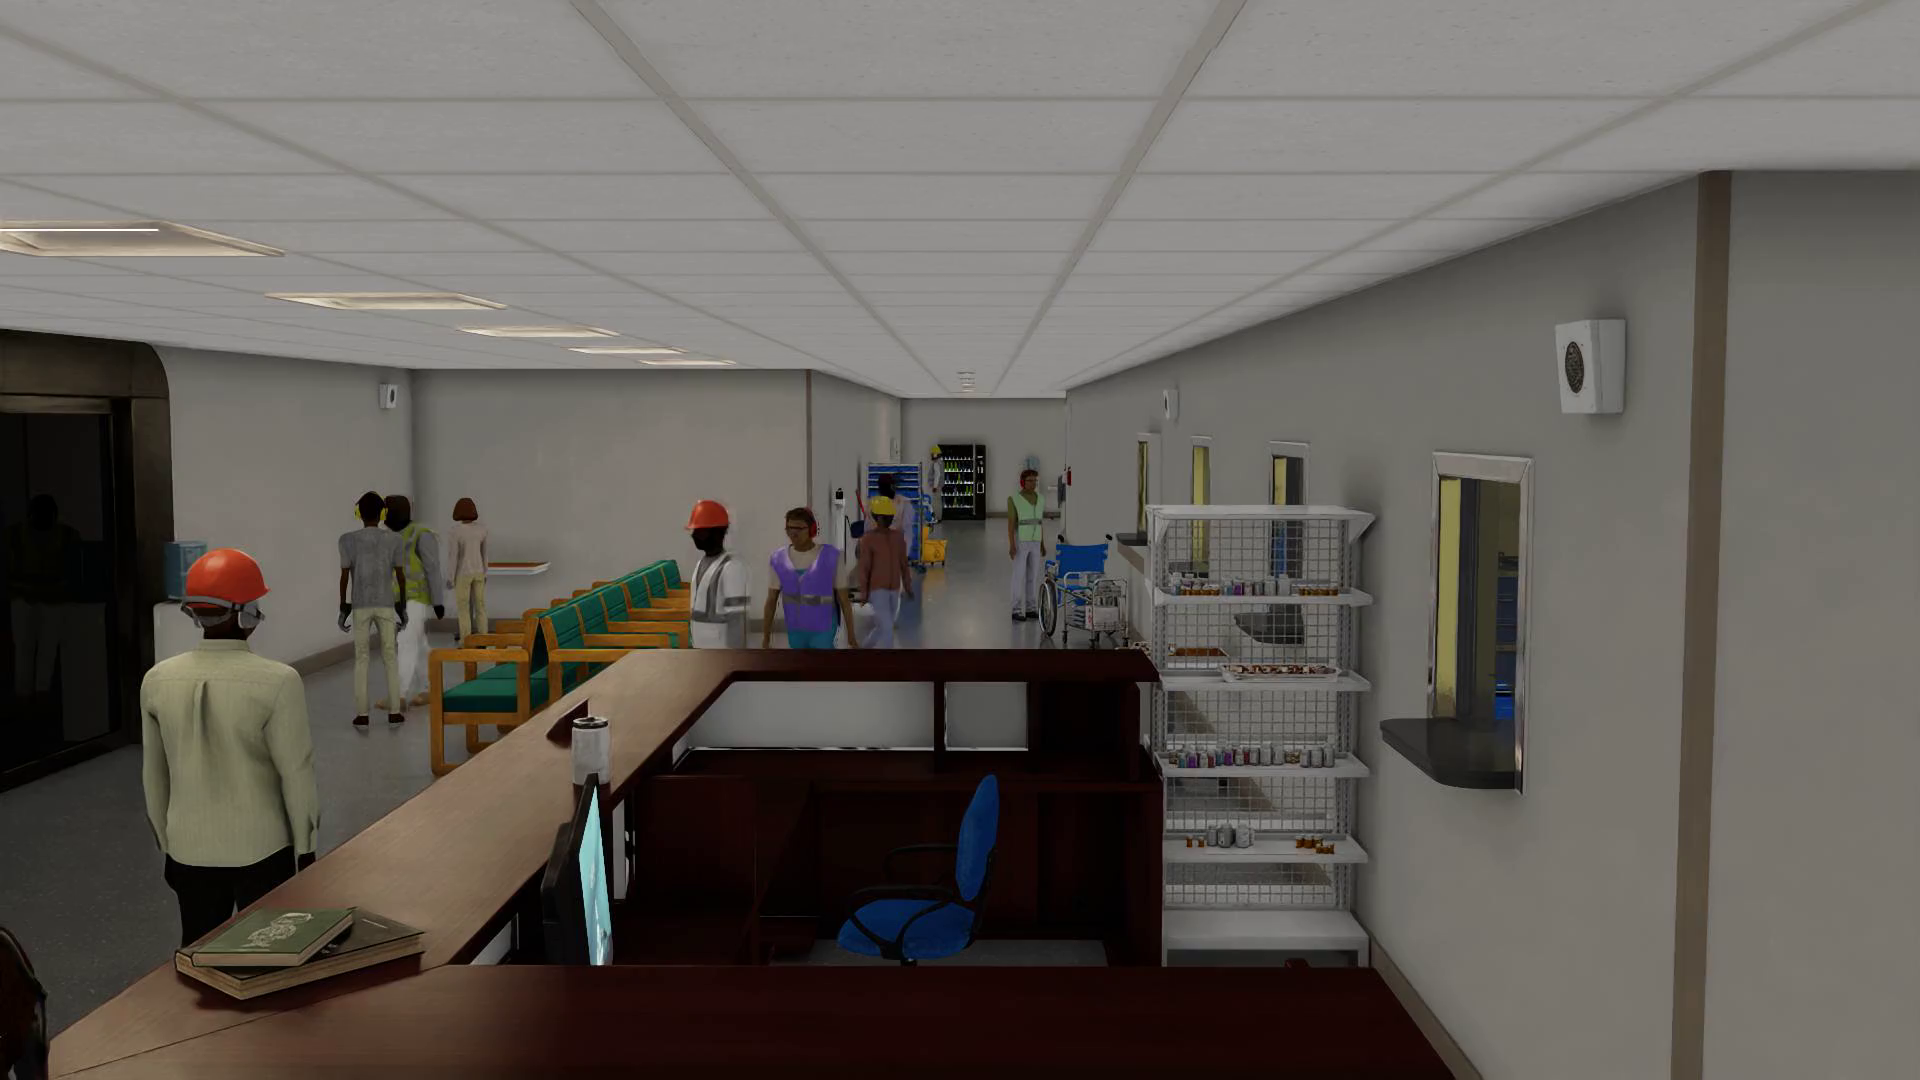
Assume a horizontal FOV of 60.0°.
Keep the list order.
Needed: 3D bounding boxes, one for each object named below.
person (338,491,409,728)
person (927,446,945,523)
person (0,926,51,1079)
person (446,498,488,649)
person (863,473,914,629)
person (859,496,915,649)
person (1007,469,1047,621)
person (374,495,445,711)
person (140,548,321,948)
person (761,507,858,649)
[{"bbox_3d":[-4.650,0.548,13.179,0.533,1.869,0.311,-2,4,-21],"label":"person"},{"bbox_3d":[-0.568,-1.300,39.365,0.404,1.830,0.601,1,4,8],"label":"person"},{"bbox_3d":[-1.198,1.364,2.008,0.629,1.835,0.429,-2,5,-30],"label":"person"},{"bbox_3d":[-5.089,0.379,17.186,0.285,1.633,0.498,3,5,34],"label":"person"},{"bbox_3d":[-0.846,0.137,19.208,0.657,1.828,0.454,2,4,24],"label":"person"},{"bbox_3d":[-0.754,0.445,15.543,0.831,1.738,0.522,4,6,44],"label":"person"},{"bbox_3d":[0.807,0.055,20.266,0.573,1.841,0.376,-4,5,-41],"label":"person"},{"bbox_3d":[-4.710,0.526,13.927,0.639,1.805,0.836,3,5,37],"label":"person"},{"bbox_3d":[-2.439,1.023,5.610,0.611,1.997,0.375,1,4,9],"label":"person"},{"bbox_3d":[-1.083,0.677,11.770,0.646,1.809,0.743,1,4,18],"label":"person"}]
